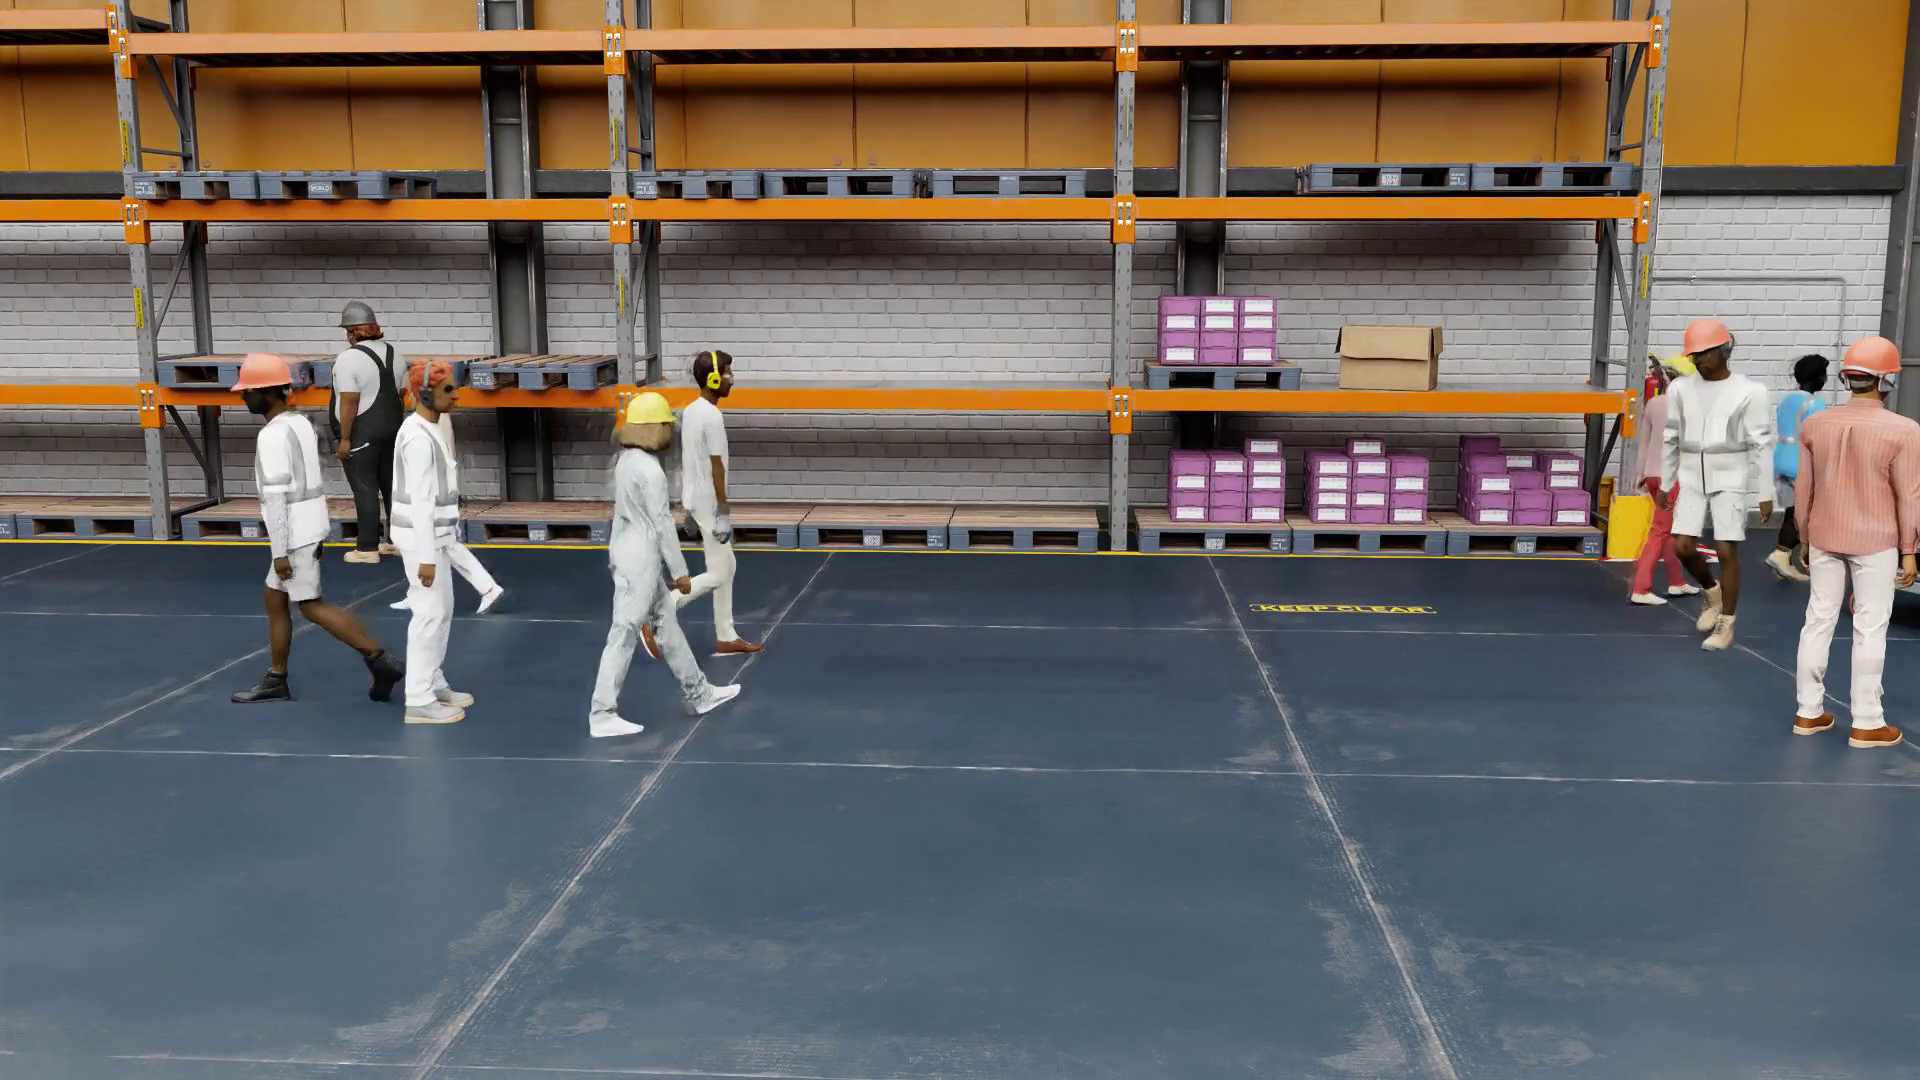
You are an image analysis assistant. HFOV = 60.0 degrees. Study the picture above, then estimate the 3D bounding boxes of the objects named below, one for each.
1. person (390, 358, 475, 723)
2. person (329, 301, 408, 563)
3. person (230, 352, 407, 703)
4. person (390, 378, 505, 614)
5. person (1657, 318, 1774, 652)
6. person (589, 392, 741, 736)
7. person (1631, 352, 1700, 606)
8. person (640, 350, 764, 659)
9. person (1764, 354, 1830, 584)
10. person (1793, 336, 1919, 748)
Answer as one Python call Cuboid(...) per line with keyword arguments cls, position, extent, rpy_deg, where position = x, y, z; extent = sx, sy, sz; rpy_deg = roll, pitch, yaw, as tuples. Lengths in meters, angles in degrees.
Cuboid(cls="person", position=(-2.712, 0.008, 8.489), extent=(0.360, 1.873, 0.586), rpy_deg=(-2, 10, -13))
Cuboid(cls="person", position=(-4.656, -0.848, 13.007), extent=(0.536, 2.000, 0.688), rpy_deg=(4, 10, 22))
Cuboid(cls="person", position=(-3.402, -0.041, 8.741), extent=(0.908, 1.901, 0.546), rpy_deg=(-1, 10, -5))
Cuboid(cls="person", position=(-3.430, -0.298, 11.066), extent=(0.795, 1.604, 0.513), rpy_deg=(0, 10, 1))
Cuboid(cls="person", position=(4.577, -0.332, 10.063), extent=(0.522, 2.016, 0.719), rpy_deg=(-9, 13, -43))
Cuboid(cls="person", position=(-1.492, 0.117, 8.343), extent=(0.888, 1.701, 0.509), rpy_deg=(-4, 11, -24))
Cuboid(cls="person", position=(4.930, -0.415, 11.340), extent=(0.778, 1.731, 0.546), rpy_deg=(-3, 10, -16))
Cuboid(cls="person", position=(-1.533, -0.188, 9.727), extent=(0.718, 1.844, 0.518), rpy_deg=(-4, 10, -20))
Cuboid(cls="person", position=(6.069, -0.506, 12.031), extent=(0.368, 1.678, 0.546), rpy_deg=(-1, 10, -3))
Cuboid(cls="person", position=(4.373, 0.010, 8.112), extent=(0.376, 1.997, 0.612), rpy_deg=(-6, 12, -33))
